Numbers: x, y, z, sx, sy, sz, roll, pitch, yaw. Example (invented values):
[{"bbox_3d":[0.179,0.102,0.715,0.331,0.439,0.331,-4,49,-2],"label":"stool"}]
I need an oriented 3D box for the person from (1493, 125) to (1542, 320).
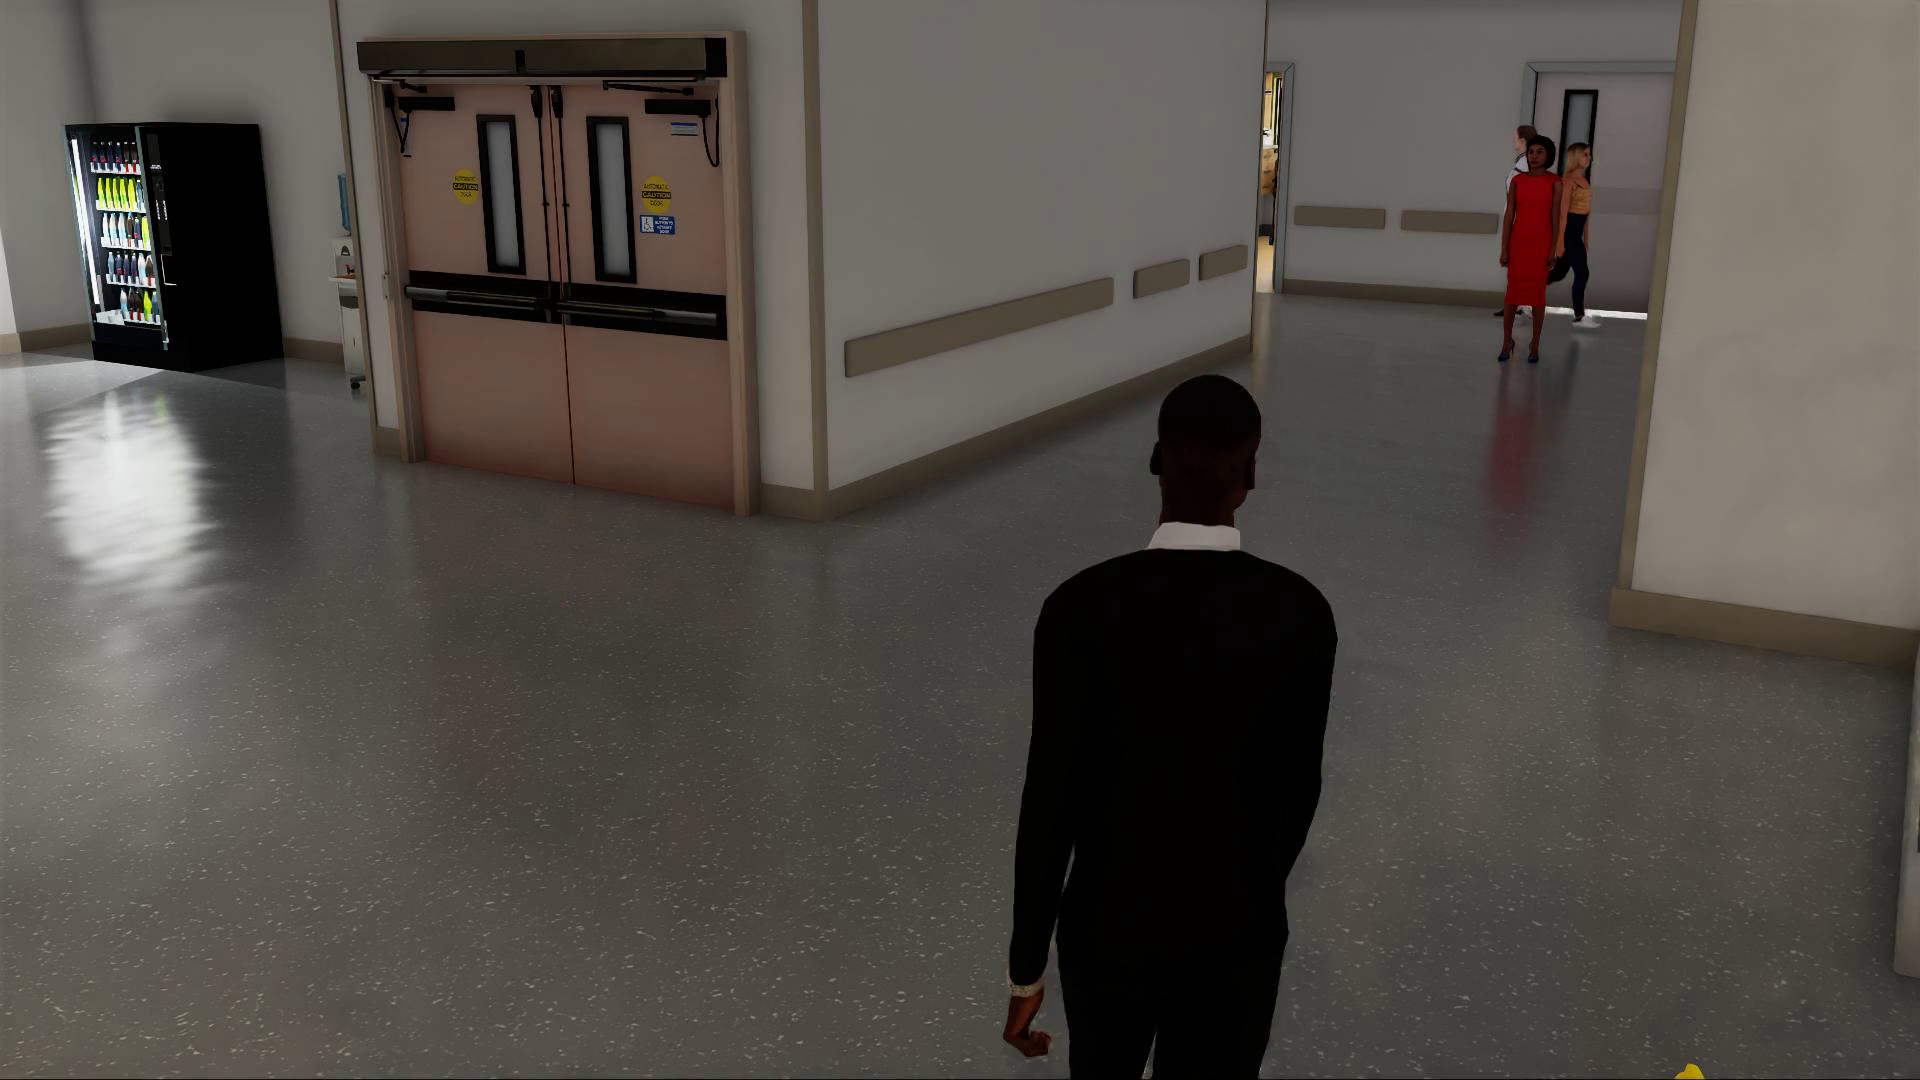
[{"bbox_3d":[5.189,-2.941,15.402,0.559,1.751,0.570,11,19,34],"label":"person"}]

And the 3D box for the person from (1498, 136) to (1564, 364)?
[{"bbox_3d":[4.485,-2.281,13.075,0.434,1.744,0.638,8,18,26],"label":"person"}]

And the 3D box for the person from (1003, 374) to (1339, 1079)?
[{"bbox_3d":[0.335,0.683,2.516,1.110,1.770,1.012,1,16,2],"label":"person"}]

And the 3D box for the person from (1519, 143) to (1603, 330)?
[{"bbox_3d":[5.347,-2.685,14.769,1.119,1.602,0.730,14,21,40],"label":"person"}]
